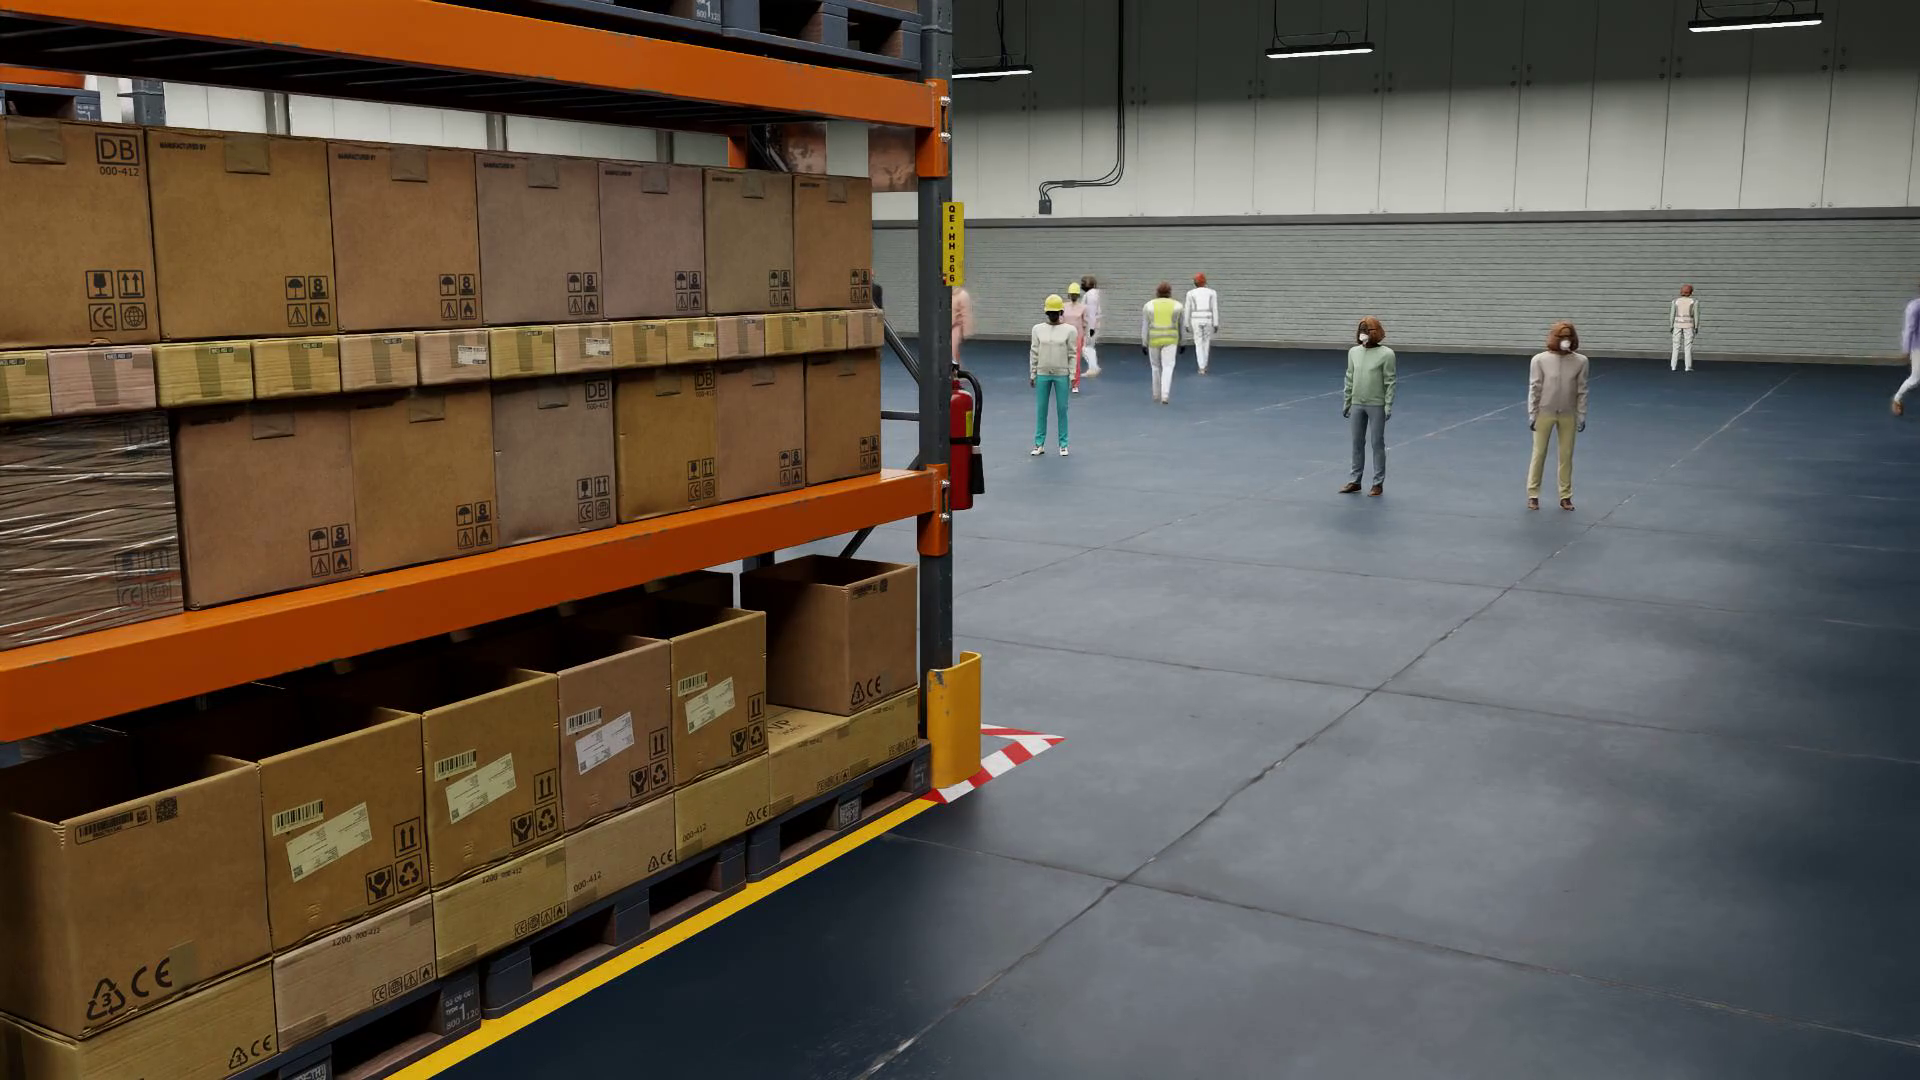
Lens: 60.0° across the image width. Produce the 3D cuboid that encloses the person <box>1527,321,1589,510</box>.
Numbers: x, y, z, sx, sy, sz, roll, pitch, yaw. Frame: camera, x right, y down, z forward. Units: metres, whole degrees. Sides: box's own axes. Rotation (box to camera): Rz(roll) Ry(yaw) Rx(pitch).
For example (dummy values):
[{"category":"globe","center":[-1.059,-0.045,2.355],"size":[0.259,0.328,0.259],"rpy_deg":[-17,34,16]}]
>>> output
[{"category":"person","center":[5.114,-1.056,14.250],"size":[0.500,1.626,0.299],"rpy_deg":[1,10,4]}]

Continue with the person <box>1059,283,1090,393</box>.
[{"category":"person","center":[1.803,-3.217,26.501],"size":[0.541,1.750,0.391],"rpy_deg":[2,10,9]}]

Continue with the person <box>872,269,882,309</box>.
[{"category":"person","center":[-1.902,-4.686,34.487],"size":[0.609,1.969,0.879],"rpy_deg":[-3,10,-17]}]

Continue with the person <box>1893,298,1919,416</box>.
[{"category":"person","center":[12.639,-2.493,21.812],"size":[0.640,1.923,0.670],"rpy_deg":[0,10,-2]}]

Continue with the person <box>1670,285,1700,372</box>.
[{"category":"person","center":[13.681,-3.998,31.425],"size":[0.521,1.636,0.311],"rpy_deg":[7,12,36]}]

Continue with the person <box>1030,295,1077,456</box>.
[{"category":"person","center":[1.014,-1.792,18.158],"size":[0.522,1.761,0.321],"rpy_deg":[2,10,12]}]

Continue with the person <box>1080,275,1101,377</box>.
[{"category":"person","center":[2.301,-3.820,29.841],"size":[0.441,1.832,0.644],"rpy_deg":[1,10,5]}]

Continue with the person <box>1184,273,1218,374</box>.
[{"category":"person","center":[4.474,-4.036,31.022],"size":[0.599,1.843,0.921],"rpy_deg":[0,10,-1]}]

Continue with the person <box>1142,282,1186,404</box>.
[{"category":"person","center":[3.022,-2.916,24.671],"size":[0.640,1.797,0.980],"rpy_deg":[1,10,8]}]

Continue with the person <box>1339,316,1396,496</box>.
[{"category":"person","center":[3.713,-1.214,15.138],"size":[0.266,1.631,0.507],"rpy_deg":[-9,13,-43]}]

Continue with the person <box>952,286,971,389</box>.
[{"category":"person","center":[-0.175,-3.363,26.960],"size":[0.613,1.886,0.680],"rpy_deg":[-6,11,-32]}]
